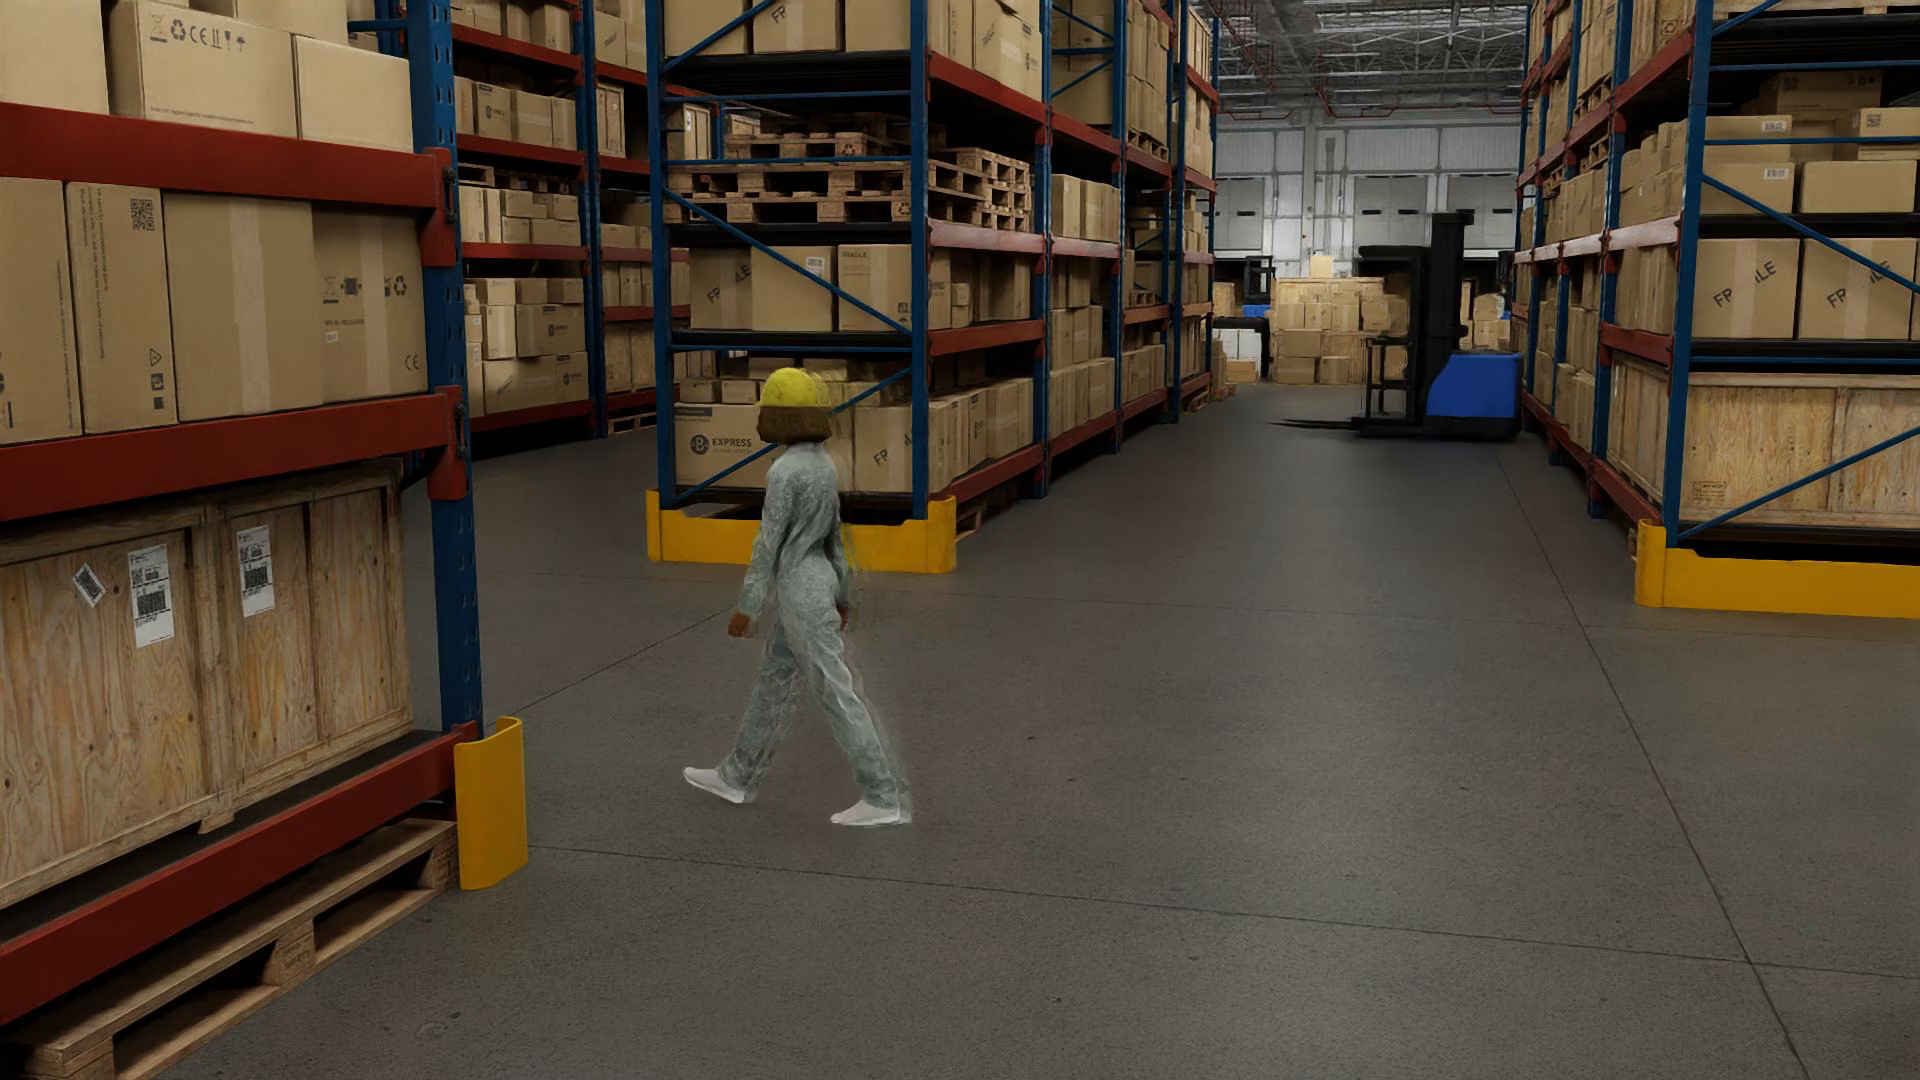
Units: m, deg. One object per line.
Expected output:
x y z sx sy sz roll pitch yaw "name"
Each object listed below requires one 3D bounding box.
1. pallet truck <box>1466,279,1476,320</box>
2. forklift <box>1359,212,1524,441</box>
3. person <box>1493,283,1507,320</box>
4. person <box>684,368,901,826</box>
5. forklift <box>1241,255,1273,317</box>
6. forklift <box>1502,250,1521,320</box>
18.896 -8.459 60.307 1.885 1.965 0.823 5 10 31 "pallet truck"
6.132 -2.708 20.980 1.873 2.768 1.129 4 10 23 "forklift"
13.262 -5.321 40.643 0.819 1.908 0.648 6 11 34 "person"
-0.623 0.215 6.171 0.915 1.693 0.495 2 9 11 "person"
10.551 -8.662 58.805 1.129 2.768 1.873 2 9 15 "forklift"
16.010 -6.928 47.789 1.129 2.768 1.873 2 9 15 "forklift"
